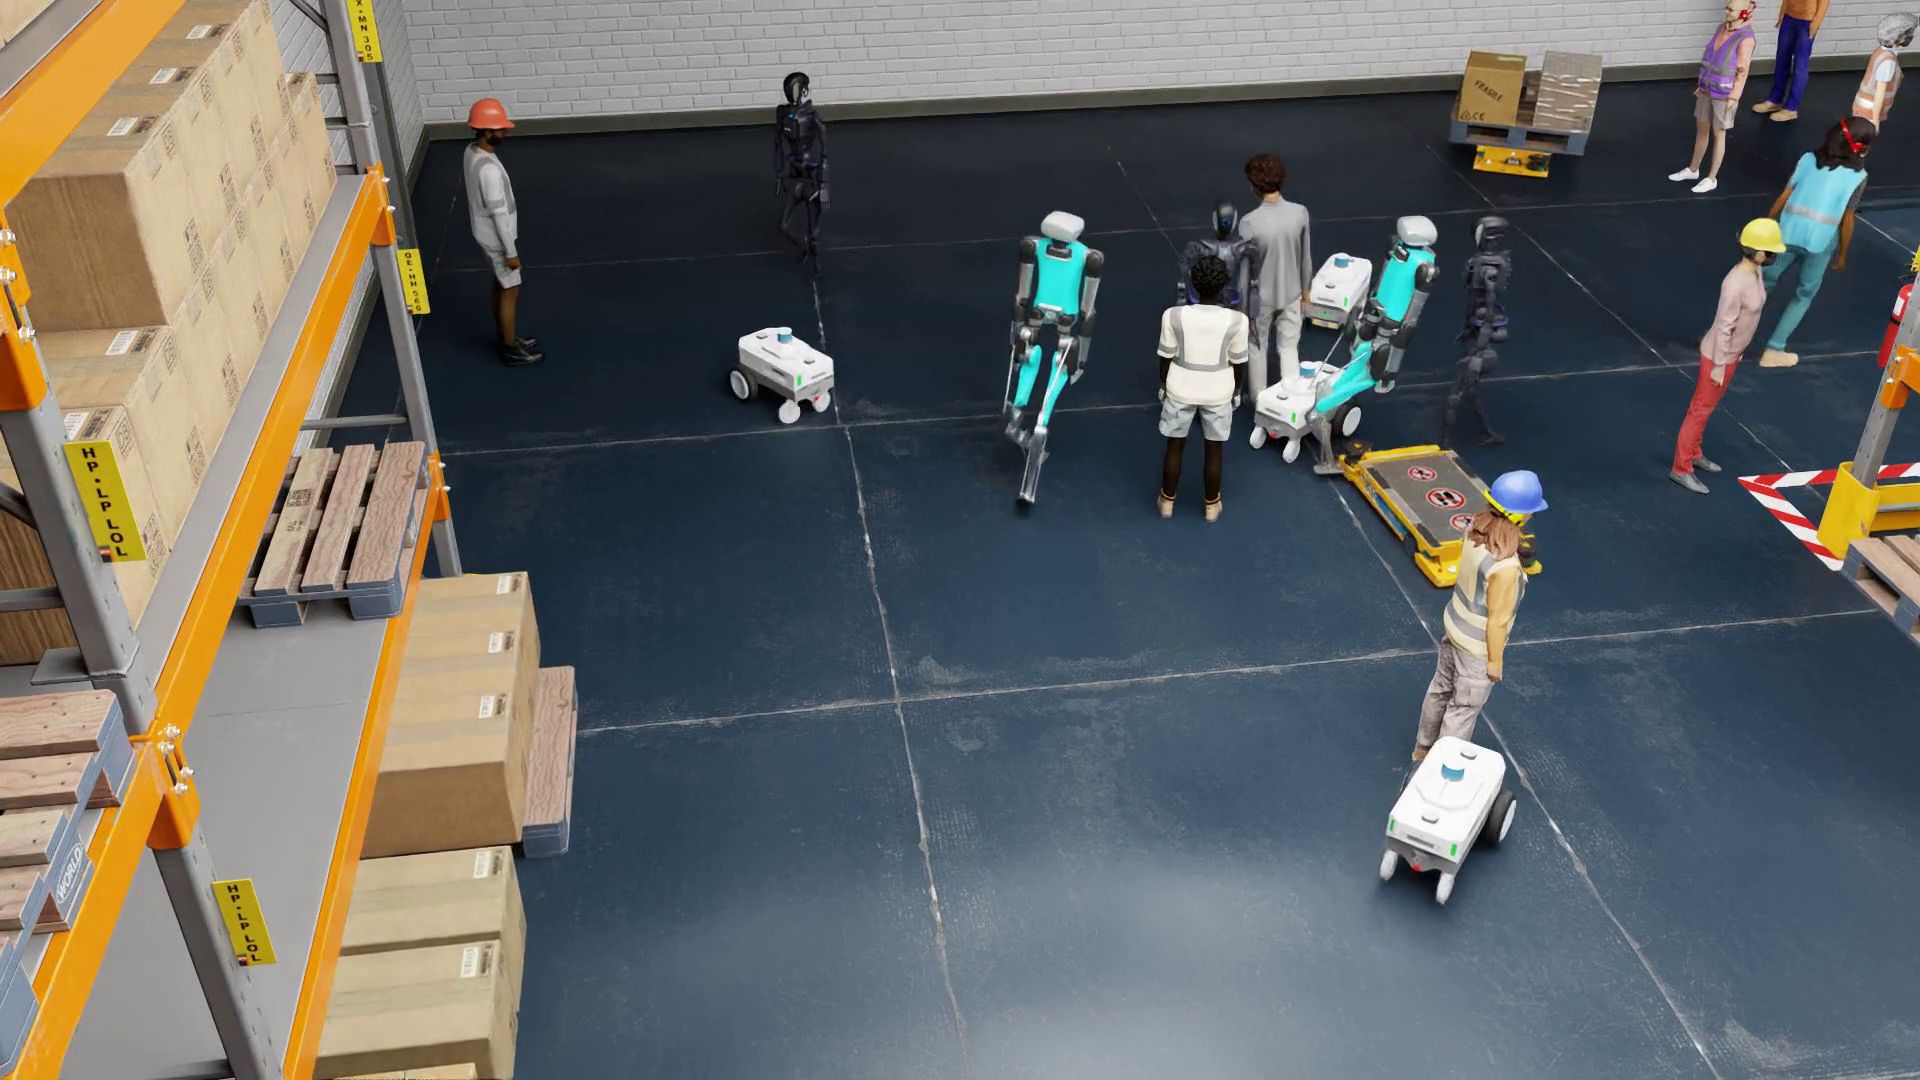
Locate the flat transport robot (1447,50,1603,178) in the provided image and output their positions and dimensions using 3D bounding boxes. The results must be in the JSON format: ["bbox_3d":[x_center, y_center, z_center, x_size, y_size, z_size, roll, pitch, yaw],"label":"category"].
[{"bbox_3d":[5.214,-3.744,15.590,0.659,0.231,1.431,11,35,16],"label":"flat transport robot"}]

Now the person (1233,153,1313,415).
[{"bbox_3d":[2.052,-1.547,10.764,0.580,1.868,0.705,-4,33,-6],"label":"person"}]

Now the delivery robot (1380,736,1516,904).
[{"bbox_3d":[2.239,1.245,7.676,0.499,0.587,0.788,20,38,27],"label":"delivery robot"}]

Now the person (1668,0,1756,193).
[{"bbox_3d":[6.620,-3.890,14.509,0.349,1.693,0.493,-8,34,-13],"label":"person"}]

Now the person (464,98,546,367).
[{"bbox_3d":[-3.196,-2.134,11.610,0.389,1.927,0.548,-16,36,-22],"label":"person"}]

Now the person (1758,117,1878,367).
[{"bbox_3d":[5.809,-2.088,11.619,0.748,1.833,0.392,28,42,36],"label":"person"}]

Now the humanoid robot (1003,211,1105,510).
[{"bbox_3d":[0.462,-1.018,10.101,0.564,1.764,0.987,12,35,18],"label":"humanoid robot"}]

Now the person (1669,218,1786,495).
[{"bbox_3d":[4.725,-1.144,10.236,0.310,1.768,0.521,21,39,29],"label":"person"}]

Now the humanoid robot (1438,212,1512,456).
[{"bbox_3d":[3.307,-1.277,10.539,0.510,1.643,0.609,4,33,6],"label":"humanoid robot"}]

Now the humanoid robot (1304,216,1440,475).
[{"bbox_3d":[2.415,-1.081,10.235,0.815,1.841,0.546,-6,34,-10],"label":"humanoid robot"}]

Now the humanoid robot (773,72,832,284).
[{"bbox_3d":[-1.183,-2.784,12.832,0.589,1.651,0.364,23,40,31],"label":"humanoid robot"}]

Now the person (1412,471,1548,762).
[{"bbox_3d":[2.443,0.447,7.797,0.344,1.769,0.459,-2,33,-4],"label":"person"}]

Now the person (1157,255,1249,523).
[{"bbox_3d":[1.429,-0.881,9.903,0.534,1.692,0.320,5,34,8],"label":"person"}]

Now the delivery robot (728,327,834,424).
[{"bbox_3d":[-1.202,-1.179,11.381,0.508,0.576,0.747,-27,42,-35],"label":"delivery robot"}]

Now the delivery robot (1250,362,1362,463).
[{"bbox_3d":[2.263,-0.894,10.949,0.774,0.581,0.499,-29,43,-36],"label":"delivery robot"}]

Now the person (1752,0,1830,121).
[{"bbox_3d":[8.120,-5.067,16.067,0.404,1.972,0.518,-11,35,-17],"label":"person"}]

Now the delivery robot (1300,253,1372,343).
[{"bbox_3d":[2.818,-1.850,12.418,0.499,0.587,0.777,15,36,22],"label":"delivery robot"}]

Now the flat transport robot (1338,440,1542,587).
[{"bbox_3d":[2.907,-0.203,10.163,0.659,0.231,1.431,-7,34,-11],"label":"flat transport robot"}]

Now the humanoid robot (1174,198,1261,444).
[{"bbox_3d":[1.653,-1.402,10.712,0.593,1.657,0.353,-3,33,-5],"label":"humanoid robot"}]

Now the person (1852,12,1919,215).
[{"bbox_3d":[7.728,-3.621,14.098,0.303,1.688,0.443,10,35,15],"label":"person"}]
